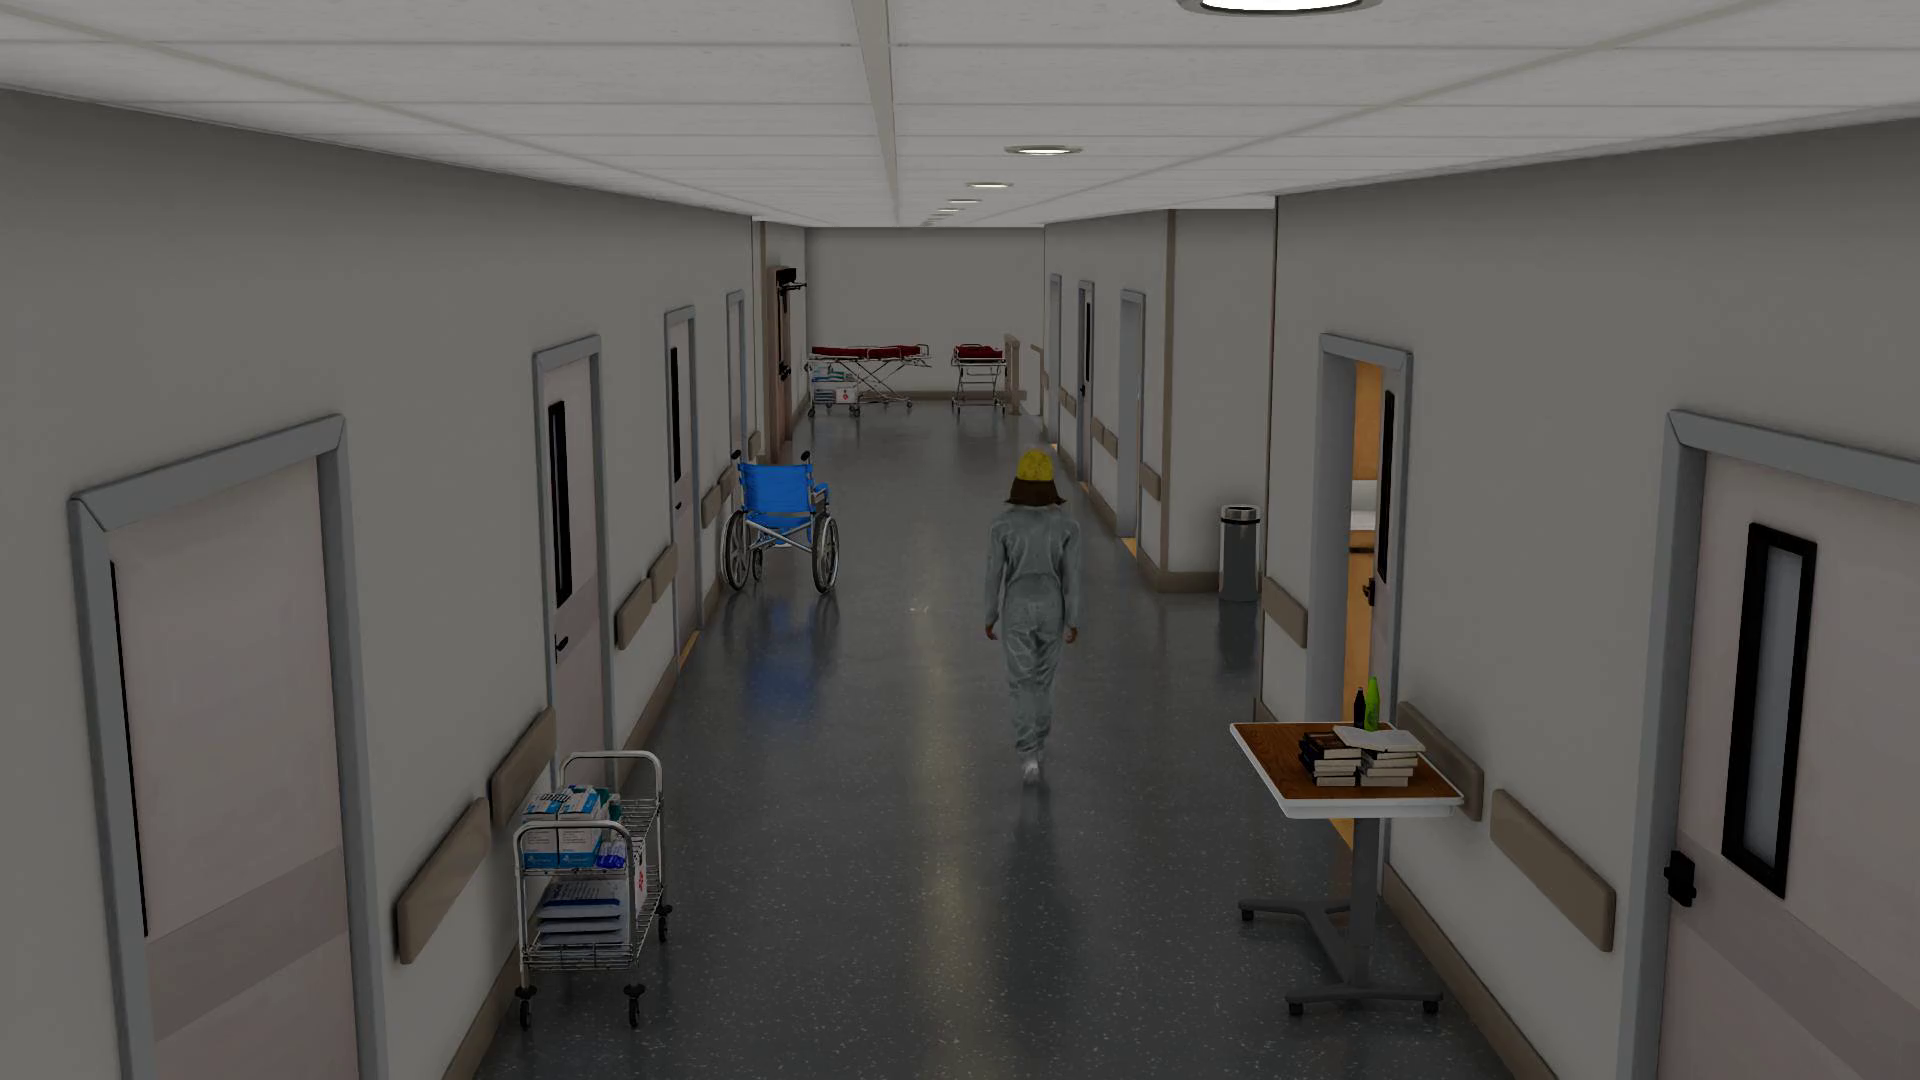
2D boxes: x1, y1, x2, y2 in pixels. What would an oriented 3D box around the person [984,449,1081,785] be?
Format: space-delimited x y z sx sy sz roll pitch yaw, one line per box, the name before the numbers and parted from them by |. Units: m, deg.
person | 0.383 0.387 8.629 0.495 1.713 0.837 -1 10 -5
